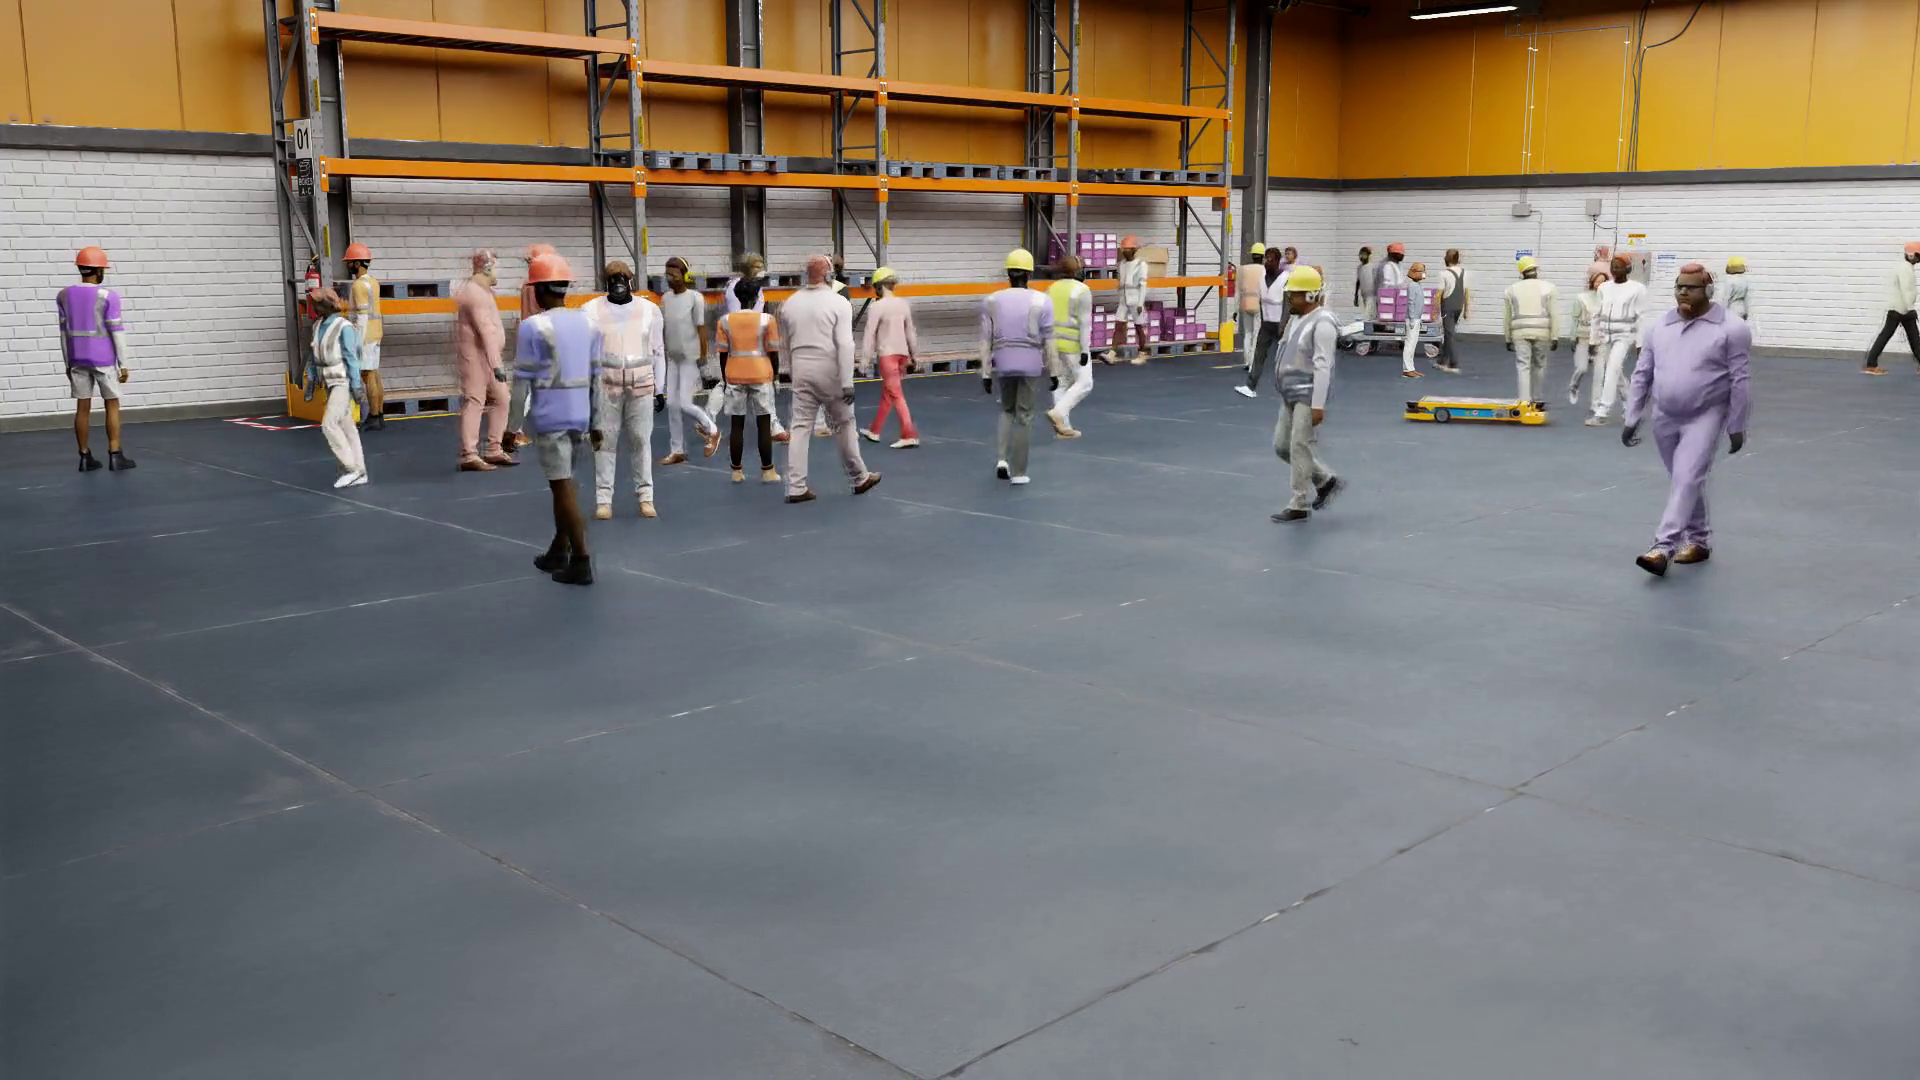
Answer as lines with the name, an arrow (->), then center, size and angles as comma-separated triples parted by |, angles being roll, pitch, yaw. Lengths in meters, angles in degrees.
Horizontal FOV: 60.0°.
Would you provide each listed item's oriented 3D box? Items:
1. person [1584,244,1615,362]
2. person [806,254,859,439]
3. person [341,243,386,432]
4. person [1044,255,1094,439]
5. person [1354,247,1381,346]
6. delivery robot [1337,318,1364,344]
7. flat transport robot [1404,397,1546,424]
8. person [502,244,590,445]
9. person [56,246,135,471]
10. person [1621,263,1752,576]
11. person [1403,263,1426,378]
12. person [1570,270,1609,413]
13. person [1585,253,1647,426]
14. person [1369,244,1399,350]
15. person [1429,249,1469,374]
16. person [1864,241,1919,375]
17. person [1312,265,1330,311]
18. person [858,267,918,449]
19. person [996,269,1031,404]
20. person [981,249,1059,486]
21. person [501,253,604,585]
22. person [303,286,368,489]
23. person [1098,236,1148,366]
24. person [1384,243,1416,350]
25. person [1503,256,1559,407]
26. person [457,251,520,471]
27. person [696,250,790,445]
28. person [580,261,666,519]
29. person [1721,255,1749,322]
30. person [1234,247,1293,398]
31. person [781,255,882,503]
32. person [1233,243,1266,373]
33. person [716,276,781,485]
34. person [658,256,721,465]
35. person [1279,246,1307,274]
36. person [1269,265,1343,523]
person -> 10.157, -3.731, 26.306 | 0.644, 1.887, 0.765 | -7, 13, -34
person -> -1.294, -1.927, 16.607 | 0.624, 1.841, 0.430 | 10, 14, 43
person -> -6.179, -2.091, 17.230 | 0.362, 1.938, 0.545 | -1, 10, -6
person -> 1.044, -1.890, 16.432 | 0.546, 1.831, 0.632 | -9, 14, -42
person -> 7.415, -4.439, 30.403 | 0.993, 1.801, 0.644 | -6, 12, -30
delivery robot -> 7.043, -3.675, 29.383 | 0.707, 0.478, 0.477 | 0, 10, 1
flat transport robot -> 5.621, -1.424, 18.139 | 1.431, 0.197, 0.652 | 4, 11, 21
person -> -4.054, -1.903, 16.192 | 1.039, 1.945, 0.649 | -8, 13, -36
person -> -7.434, -1.549, 14.317 | 0.552, 1.929, 0.403 | 1, 10, 3
person -> 4.325, -0.725, 10.010 | 1.009, 1.848, 0.662 | -8, 13, -38
person -> 6.516, -3.146, 23.814 | 0.280, 1.633, 0.500 | 5, 12, 27
person -> 7.261, -2.282, 19.102 | 0.527, 1.625, 0.528 | 1, 10, 4
person -> 7.089, -2.160, 17.871 | 0.949, 1.849, 0.585 | -7, 12, -32
person -> 7.607, -4.328, 29.647 | 0.891, 1.868, 0.650 | 5, 12, 26
person -> 7.154, -3.374, 24.550 | 0.540, 1.814, 0.852 | -5, 11, -25
person -> 13.669, -3.323, 23.966 | 1.062, 1.924, 0.610 | 9, 14, 41
person -> 5.050, -3.139, 23.892 | 0.509, 1.584, 0.842 | 4, 11, 22
person -> -0.713, -1.747, 15.968 | 0.910, 1.704, 0.606 | 9, 13, 39
person -> 0.673, -2.445, 19.827 | 0.532, 1.693, 0.319 | 8, 13, 36
person -> 0.486, -1.395, 13.509 | 0.595, 1.910, 0.441 | 4, 11, 21
person -> -2.424, -0.701, 9.715 | 0.771, 1.910, 0.564 | 6, 12, 31
person -> -5.000, -1.211, 13.310 | 0.521, 1.616, 0.513 | 10, 14, 43
person -> 2.575, -3.681, 25.740 | 0.634, 1.991, 1.011 | 10, 14, 43
person -> 7.605, -4.301, 29.396 | 0.948, 1.902, 0.556 | 7, 12, 32
person -> 6.497, -2.331, 18.960 | 0.616, 1.781, 0.841 | 4, 11, 19
person -> -4.049, -1.527, 14.293 | 0.620, 1.880, 0.673 | -2, 11, -10
person -> -2.113, -1.840, 16.045 | 1.036, 1.892, 0.658 | 4, 11, 21
person -> -2.419, -1.068, 11.914 | 0.629, 1.843, 0.429 | -3, 11, -15
person -> 11.379, -3.328, 24.499 | 0.497, 1.729, 0.387 | -6, 12, -31
person -> 3.885, -2.694, 20.714 | 1.001, 1.862, 0.606 | -7, 13, -35
person -> -1.009, -1.241, 12.790 | 0.683, 1.863, 0.959 | 6, 12, 29
person -> 4.368, -3.419, 24.536 | 0.625, 1.906, 0.569 | 5, 12, 25
person -> -1.706, -1.288, 13.516 | 0.530, 1.692, 0.321 | 2, 11, 10
person -> -2.409, -1.580, 14.703 | 0.559, 1.849, 0.535 | 8, 13, 38
person -> 5.954, -4.352, 29.866 | 0.587, 1.832, 0.445 | 6, 12, 31
person -> 2.463, -1.018, 11.717 | 0.512, 1.818, 0.597 | -3, 11, -13
